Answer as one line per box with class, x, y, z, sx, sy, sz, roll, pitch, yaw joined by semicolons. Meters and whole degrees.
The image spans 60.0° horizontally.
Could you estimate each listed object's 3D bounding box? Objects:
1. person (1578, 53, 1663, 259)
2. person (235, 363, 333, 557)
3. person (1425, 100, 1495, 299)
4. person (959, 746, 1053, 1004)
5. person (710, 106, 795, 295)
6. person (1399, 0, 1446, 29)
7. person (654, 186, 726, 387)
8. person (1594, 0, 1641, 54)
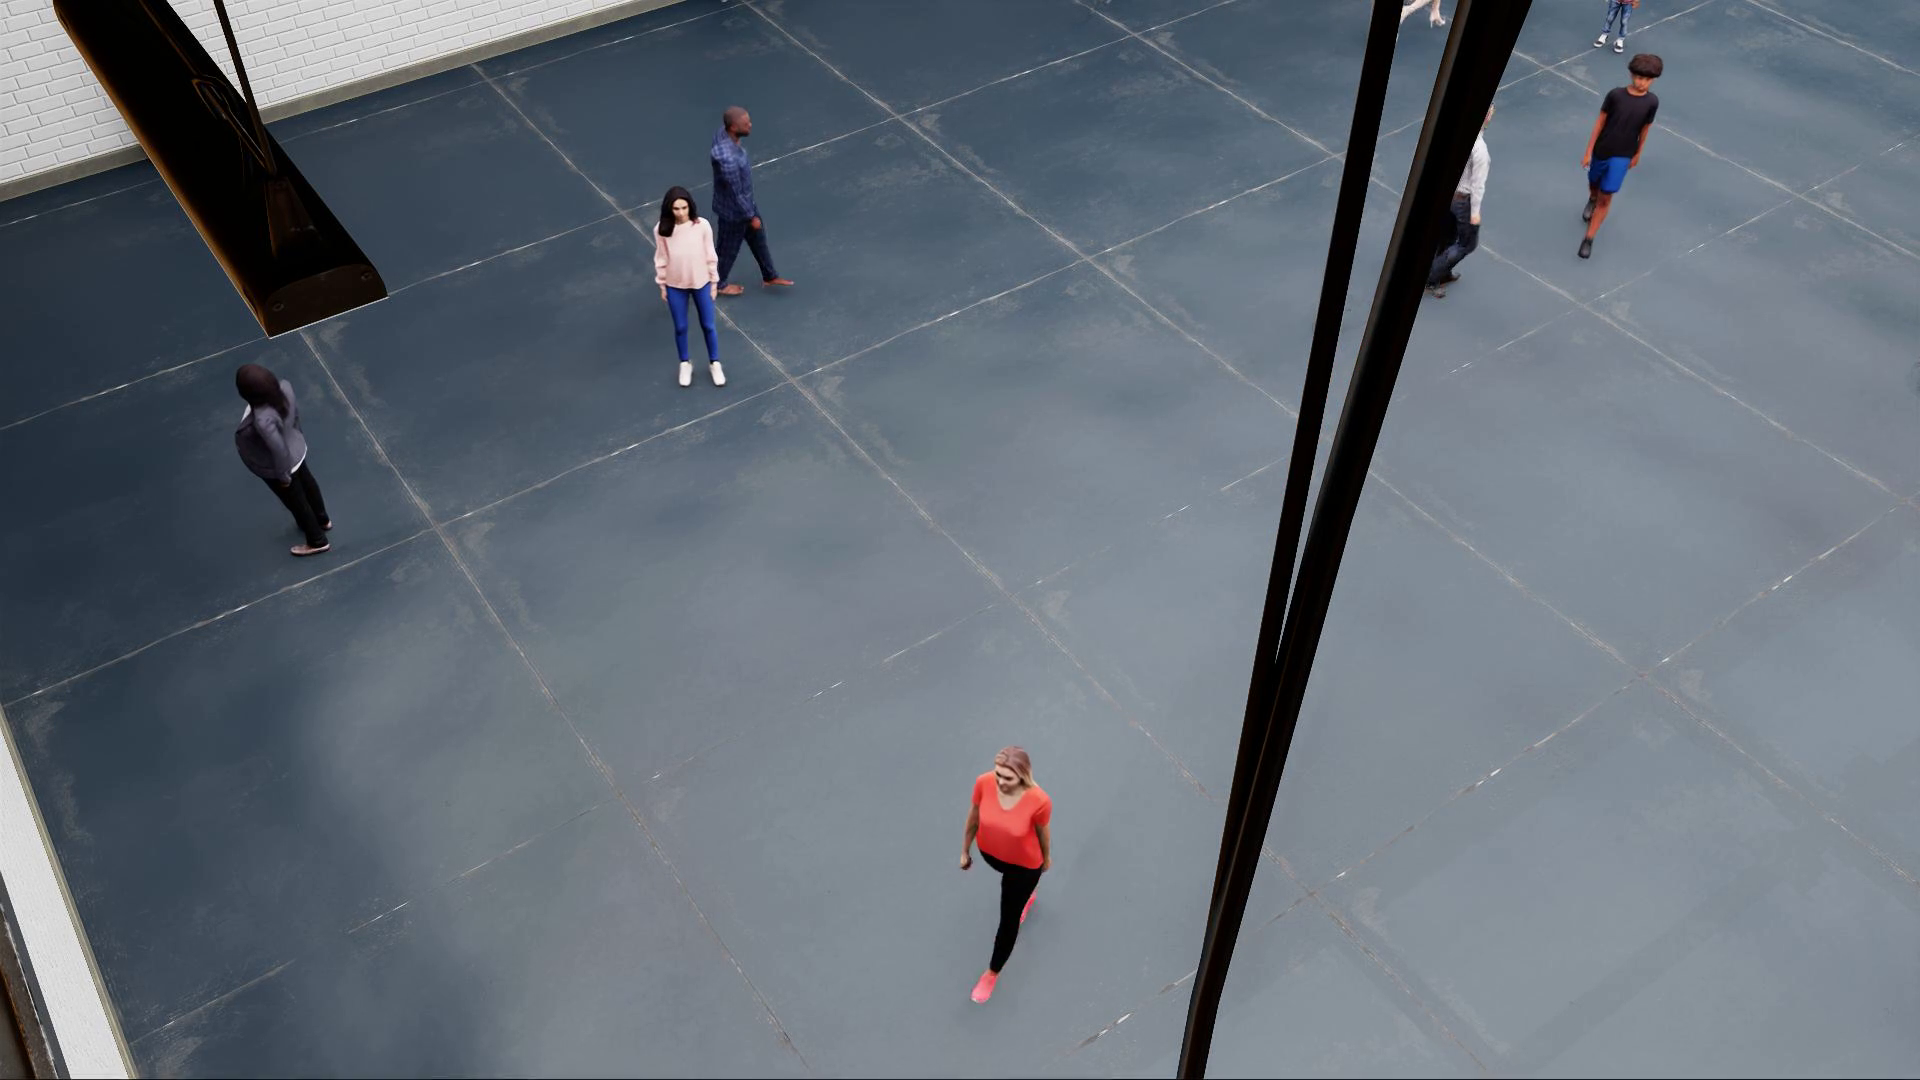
person;5.599;-3.369;14.233;1.012;1.755;1.268;20;47;19
person;-4.641;-0.572;11.412;0.822;1.596;0.790;-3;44;-3
person;4.041;-2.782;13.577;0.881;1.811;0.806;-15;46;-15
person;0.316;1.641;9.055;0.924;1.645;1.175;21;47;20
person;-1.919;-2.710;13.515;1.085;1.792;0.993;0;44;0
person;4.886;-5.977;17.035;0.968;1.667;0.665;-17;46;-17
person;-2.070;-1.945;12.731;0.672;1.766;0.789;-3;44;-3
person;6.782;-5.584;16.947;0.578;1.219;0.569;24;49;23
